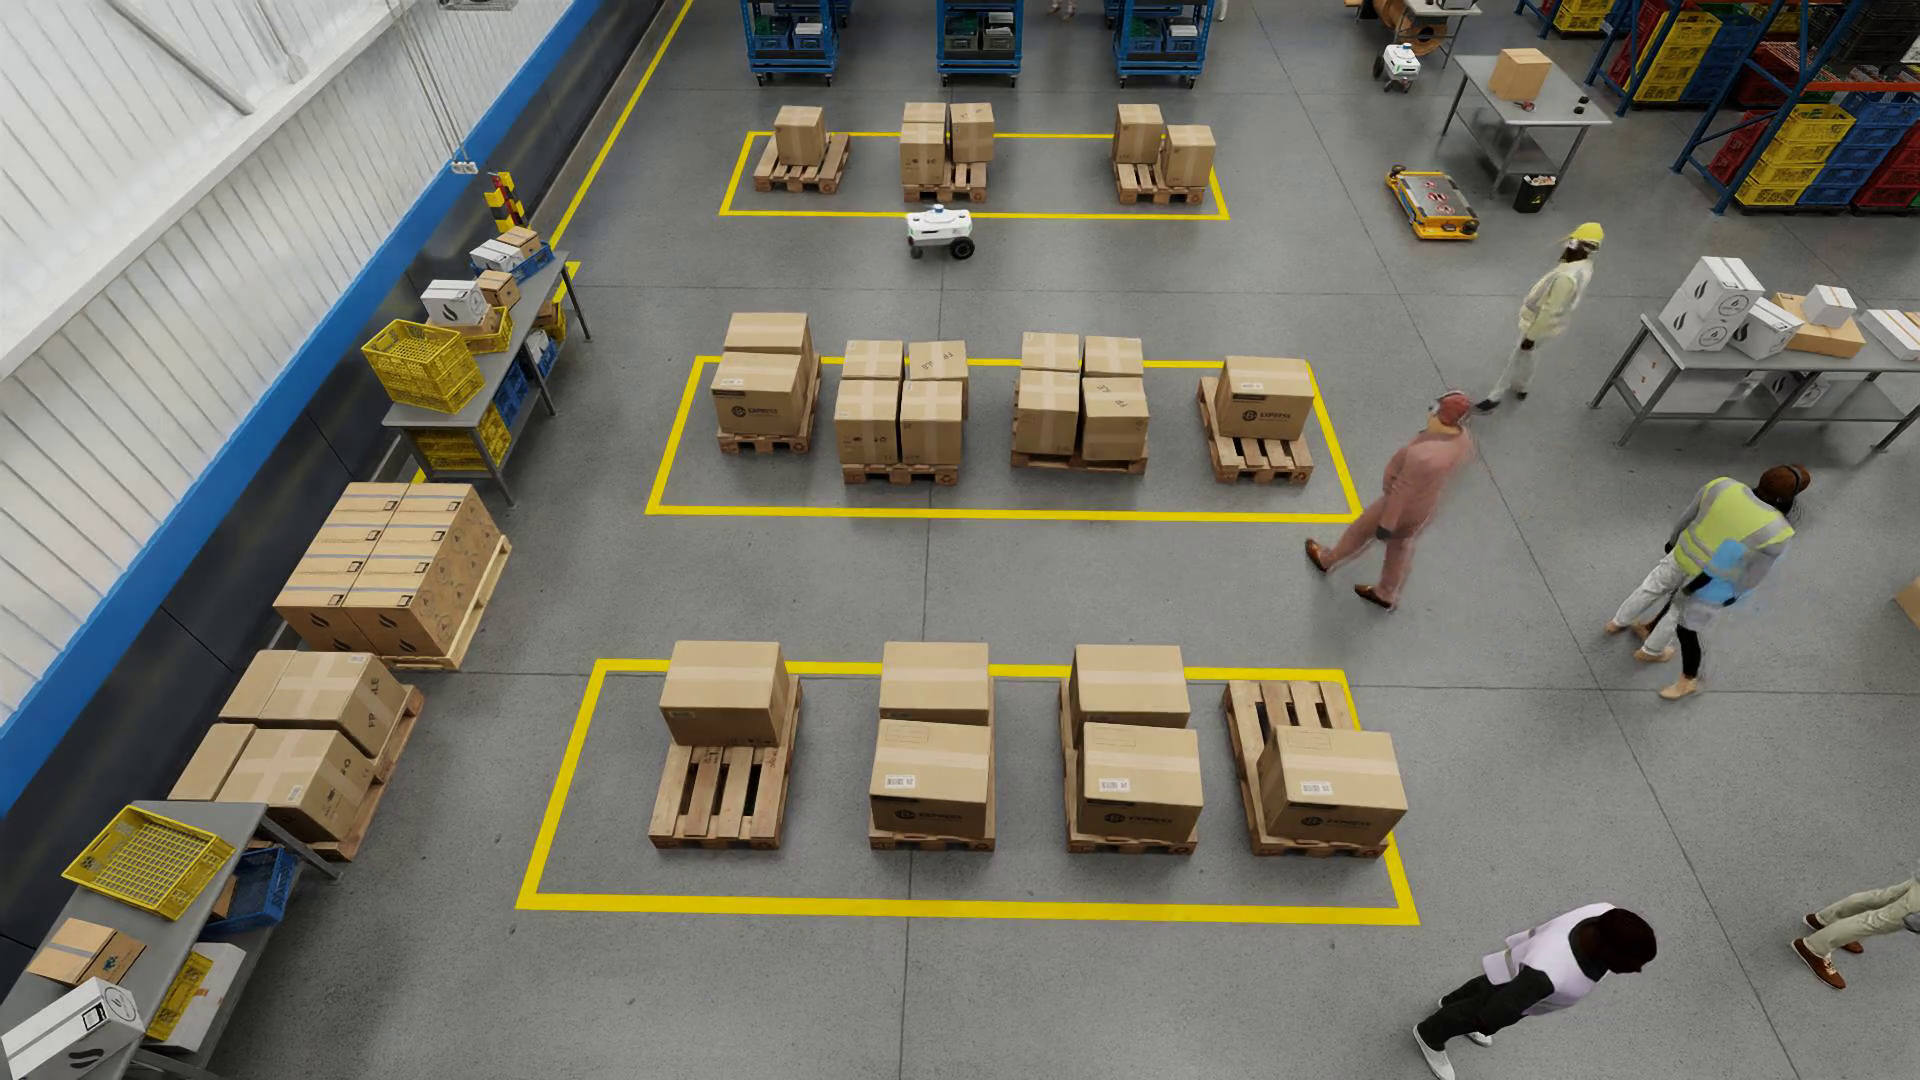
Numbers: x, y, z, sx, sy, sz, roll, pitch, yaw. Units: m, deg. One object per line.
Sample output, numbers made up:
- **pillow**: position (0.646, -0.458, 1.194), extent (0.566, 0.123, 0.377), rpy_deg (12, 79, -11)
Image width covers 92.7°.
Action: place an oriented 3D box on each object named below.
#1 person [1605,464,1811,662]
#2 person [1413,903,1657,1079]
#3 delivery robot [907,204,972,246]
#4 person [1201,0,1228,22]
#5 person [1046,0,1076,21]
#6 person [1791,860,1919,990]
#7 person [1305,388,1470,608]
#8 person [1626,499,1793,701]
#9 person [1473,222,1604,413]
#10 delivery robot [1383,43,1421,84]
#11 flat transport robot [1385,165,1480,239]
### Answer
- **person**: position (5.165, 0.164, 6.342), extent (0.429, 1.844, 0.627), rpy_deg (-14, 51, -12)
- **person**: position (2.783, 2.196, 4.532), extent (0.597, 1.917, 0.375), rpy_deg (-26, 54, -21)
- **delivery robot**: position (-0.235, -3.543, 10.335), extent (0.707, 0.478, 0.477), rpy_deg (-5, 49, -5)
- **person**: position (4.198, -9.167, 14.555), extent (0.515, 1.632, 0.311), rpy_deg (13, 50, 11)
- **person**: position (1.644, -9.327, 14.467), extent (0.414, 1.985, 0.608), rpy_deg (-35, 57, -26)
- **person**: position (5.227, 1.862, 4.854), extent (0.514, 1.872, 0.328), rpy_deg (-31, 56, -24)
- **person**: position (3.205, -0.337, 6.773), extent (0.692, 1.847, 0.905), rpy_deg (-26, 54, -21)
- **person**: position (5.238, 0.375, 6.284), extent (0.589, 1.664, 0.680), rpy_deg (-28, 55, -22)
- **person**: position (5.189, -1.939, 8.205), extent (0.406, 1.781, 0.690), rpy_deg (33, 57, 25)
- **delivery robot**: position (6.385, -6.916, 13.255), extent (0.477, 0.478, 0.707), rpy_deg (2, 49, 2)
- **flat transport robot**: position (5.692, -4.094, 11.059), extent (0.652, 0.197, 1.431), rpy_deg (1, 49, 1)
